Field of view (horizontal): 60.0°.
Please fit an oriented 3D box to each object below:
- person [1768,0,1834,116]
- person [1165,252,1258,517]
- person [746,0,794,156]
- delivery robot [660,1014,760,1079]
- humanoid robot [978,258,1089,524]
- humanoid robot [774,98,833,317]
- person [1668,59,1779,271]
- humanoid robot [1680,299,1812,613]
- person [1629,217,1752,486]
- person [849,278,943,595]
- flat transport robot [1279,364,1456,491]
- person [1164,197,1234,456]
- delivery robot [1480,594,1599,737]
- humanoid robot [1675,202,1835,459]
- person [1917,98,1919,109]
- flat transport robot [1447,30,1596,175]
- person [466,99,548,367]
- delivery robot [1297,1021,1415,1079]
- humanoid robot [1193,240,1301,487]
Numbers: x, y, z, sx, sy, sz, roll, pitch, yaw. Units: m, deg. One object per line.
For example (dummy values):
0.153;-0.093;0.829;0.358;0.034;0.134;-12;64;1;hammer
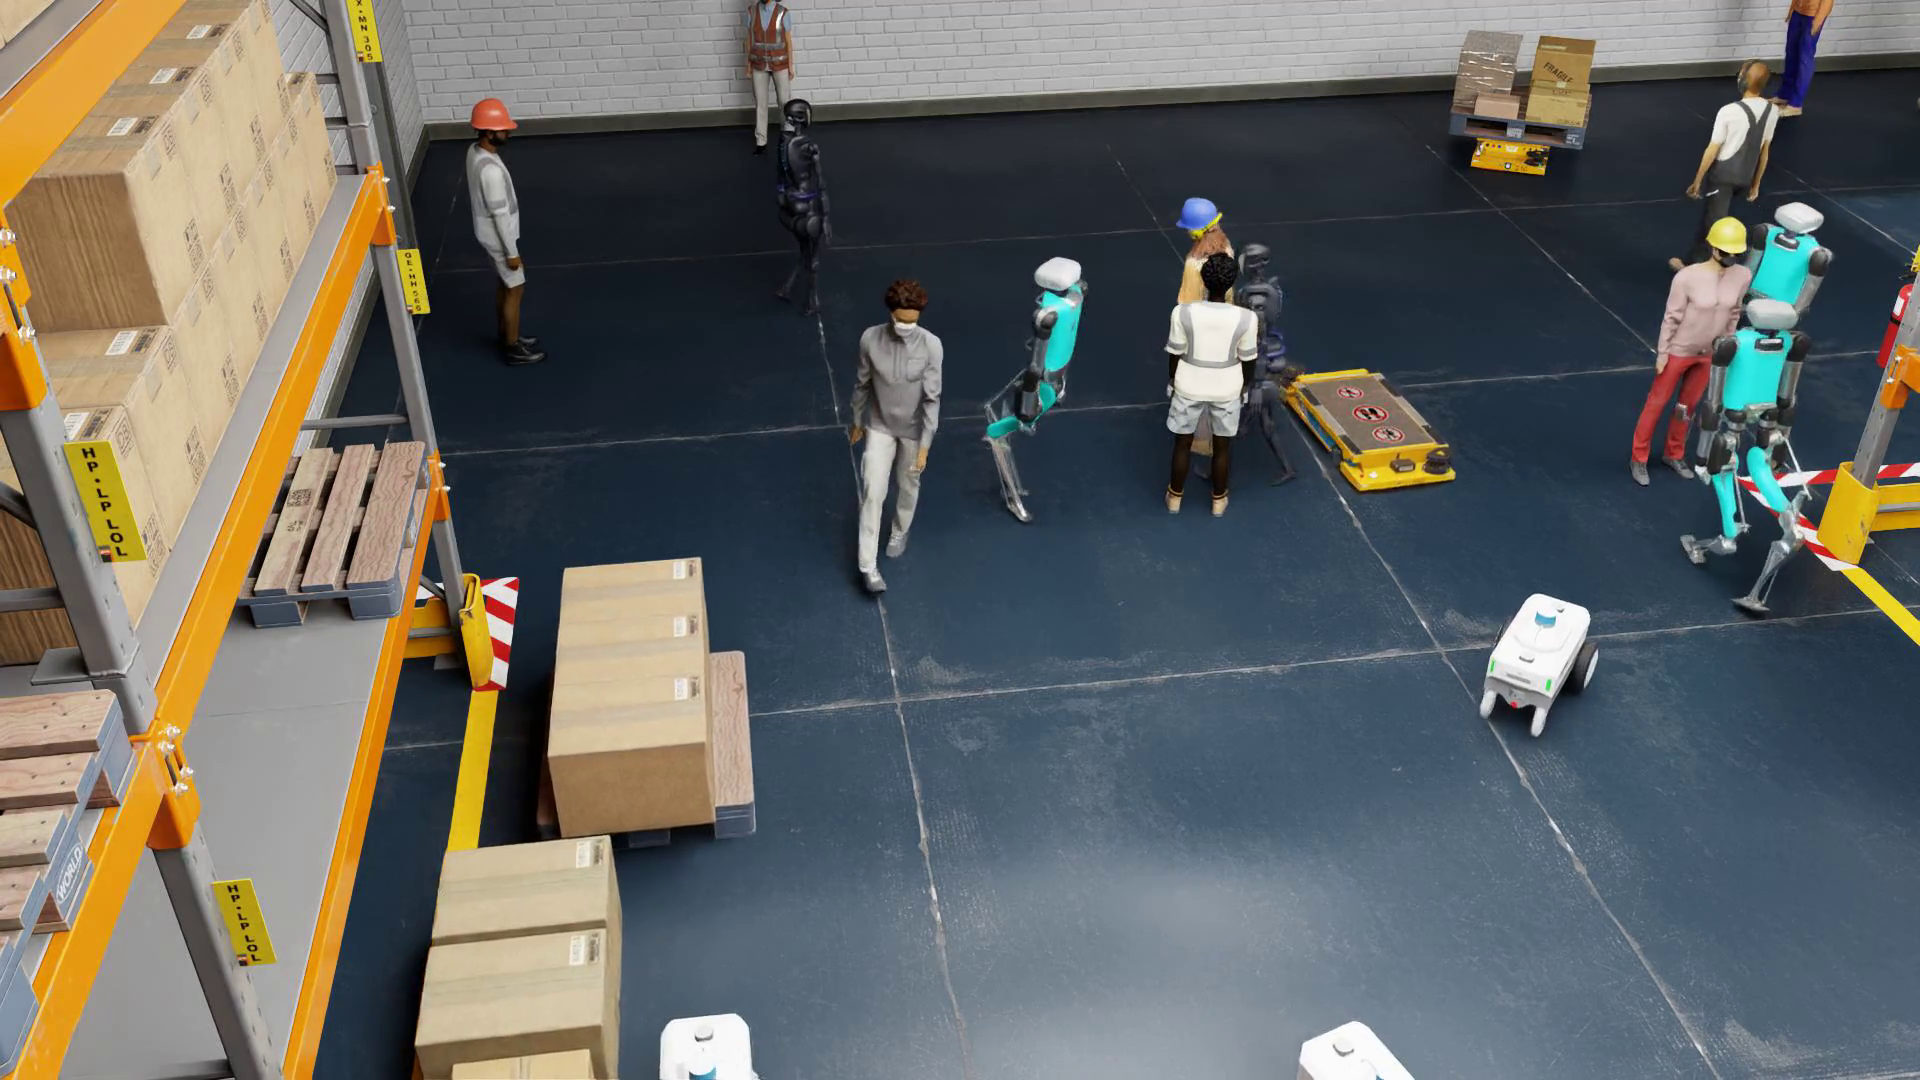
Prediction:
8.243;-5.139;16.175;0.406;1.975;0.512;-5;33;-7;person
1.482;-0.905;9.938;0.535;1.691;0.319;4;33;6;person
-1.733;-4.349;15.213;0.446;1.690;0.311;4;33;6;person
-0.935;2.180;6.245;0.524;0.589;0.761;-4;33;-6;delivery robot
0.336;-0.883;9.869;0.814;1.788;0.603;17;37;24;humanoid robot
-1.179;-2.444;12.308;0.374;1.642;0.613;-24;40;-32;humanoid robot
5.871;-2.724;12.615;0.513;1.813;0.887;-10;34;-15;person
4.387;-0.370;9.120;0.531;1.751;1.039;-4;33;-6;humanoid robot
4.532;-1.157;10.255;0.524;1.768;0.326;-6;34;-9;person
-0.368;-0.587;9.305;0.540;1.856;0.866;2;33;3;person
2.669;-0.781;11.049;0.659;0.231;1.431;-7;34;-11;flat transport robot
1.507;-1.337;10.526;0.383;1.758;0.497;23;39;31;person
3.008;0.607;8.667;0.499;0.601;0.805;20;38;27;delivery robot
4.819;-1.171;10.335;0.759;1.804;0.544;-17;37;-25;humanoid robot
9.824;-4.951;16.110;0.663;1.720;0.578;-7;34;-10;person
5.227;-3.789;15.658;0.659;0.231;1.431;12;35;17;flat transport robot
-3.179;-2.131;11.610;0.386;1.923;0.546;-15;36;-21;person
1.589;2.215;6.211;0.499;0.611;0.792;-15;36;-22;delivery robot
1.850;-1.046;10.205;0.709;1.615;0.612;3;33;5;humanoid robot
